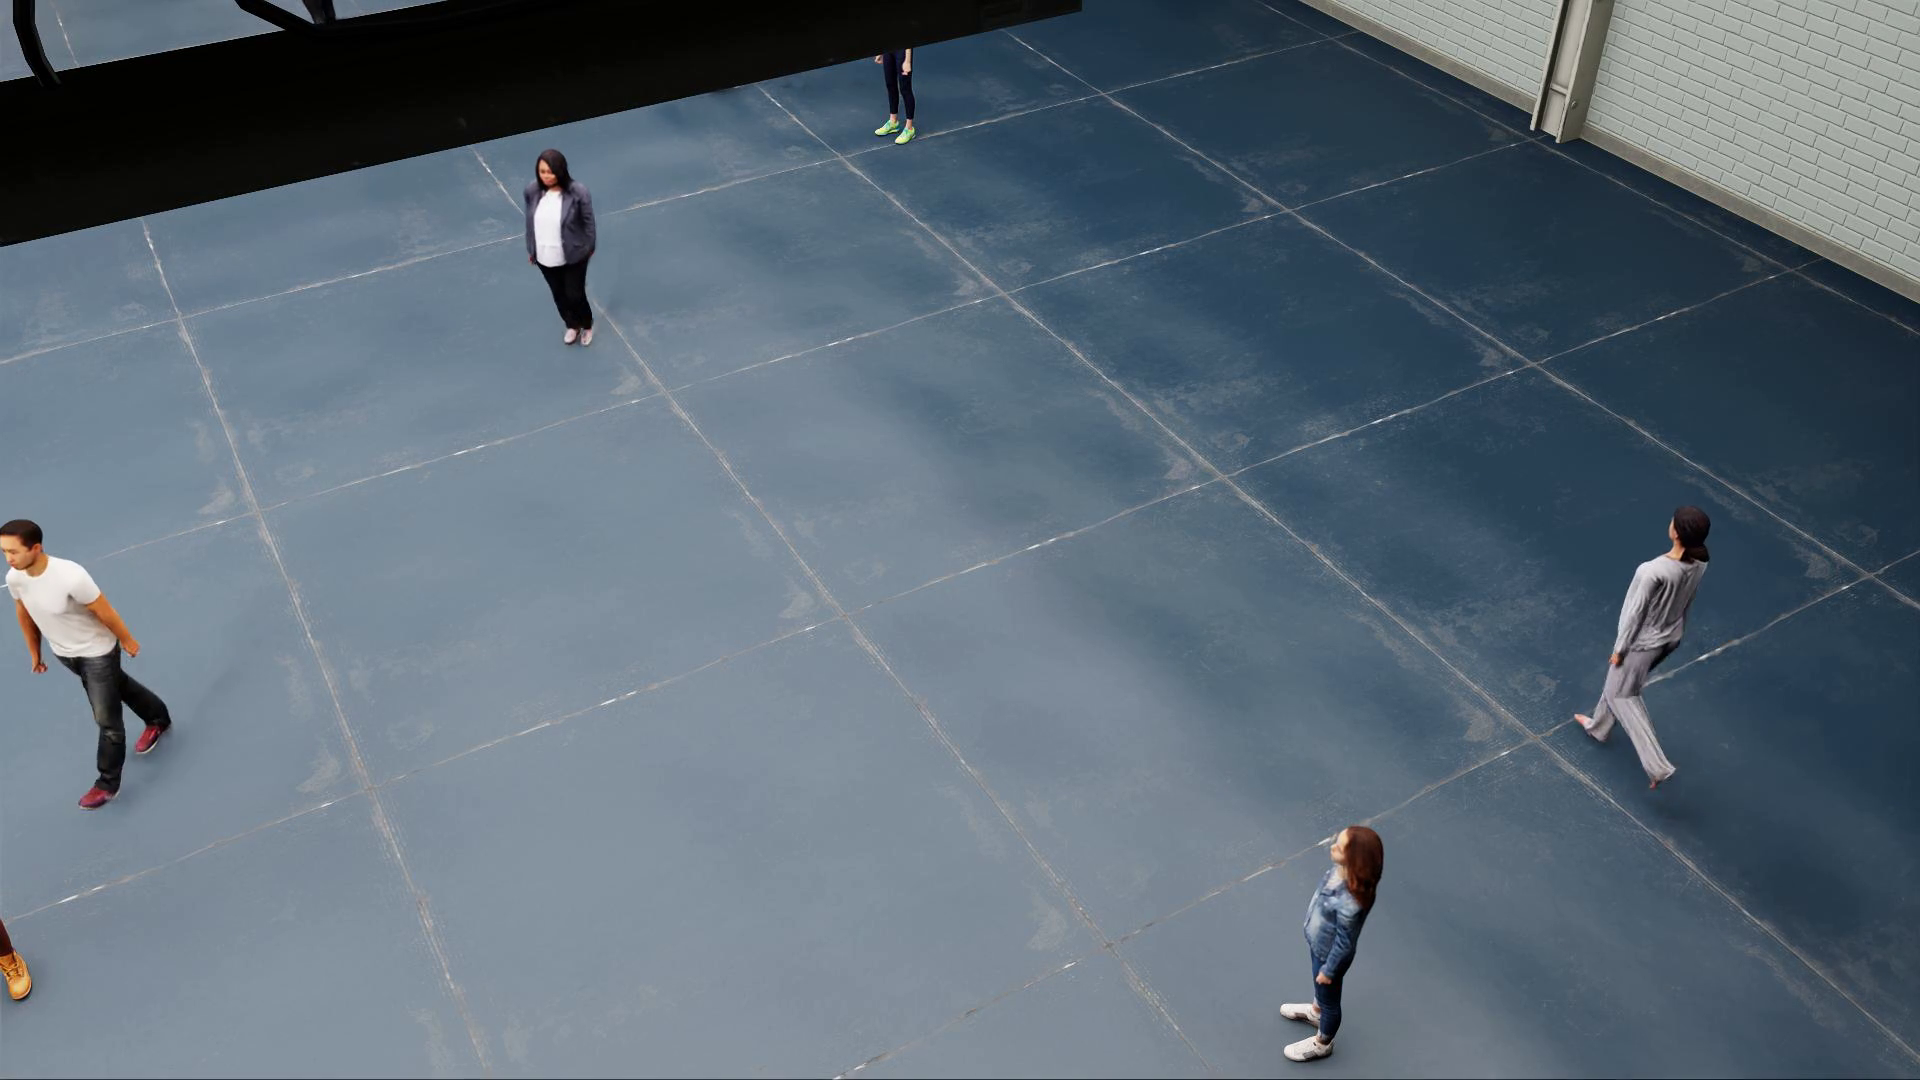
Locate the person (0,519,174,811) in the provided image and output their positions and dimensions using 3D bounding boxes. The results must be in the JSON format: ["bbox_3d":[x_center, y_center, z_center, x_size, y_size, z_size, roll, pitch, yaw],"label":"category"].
[{"bbox_3d":[-4.691,0.528,9.076,1.081,1.765,1.127,9,39,11],"label":"person"}]

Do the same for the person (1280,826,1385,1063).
[{"bbox_3d":[1.719,1.837,7.636,0.702,1.477,0.613,3,38,4],"label":"person"}]

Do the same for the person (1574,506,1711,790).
[{"bbox_3d":[3.786,0.590,9.008,0.645,1.751,0.990,-16,41,-19],"label":"person"}]

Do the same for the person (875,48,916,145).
[{"bbox_3d":[-0.593,-4.607,15.692,0.717,1.701,0.555,-32,48,-34],"label":"person"}]

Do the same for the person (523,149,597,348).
[{"bbox_3d":[-3.044,-2.256,12.782,0.805,1.583,0.853,5,38,6],"label":"person"}]
